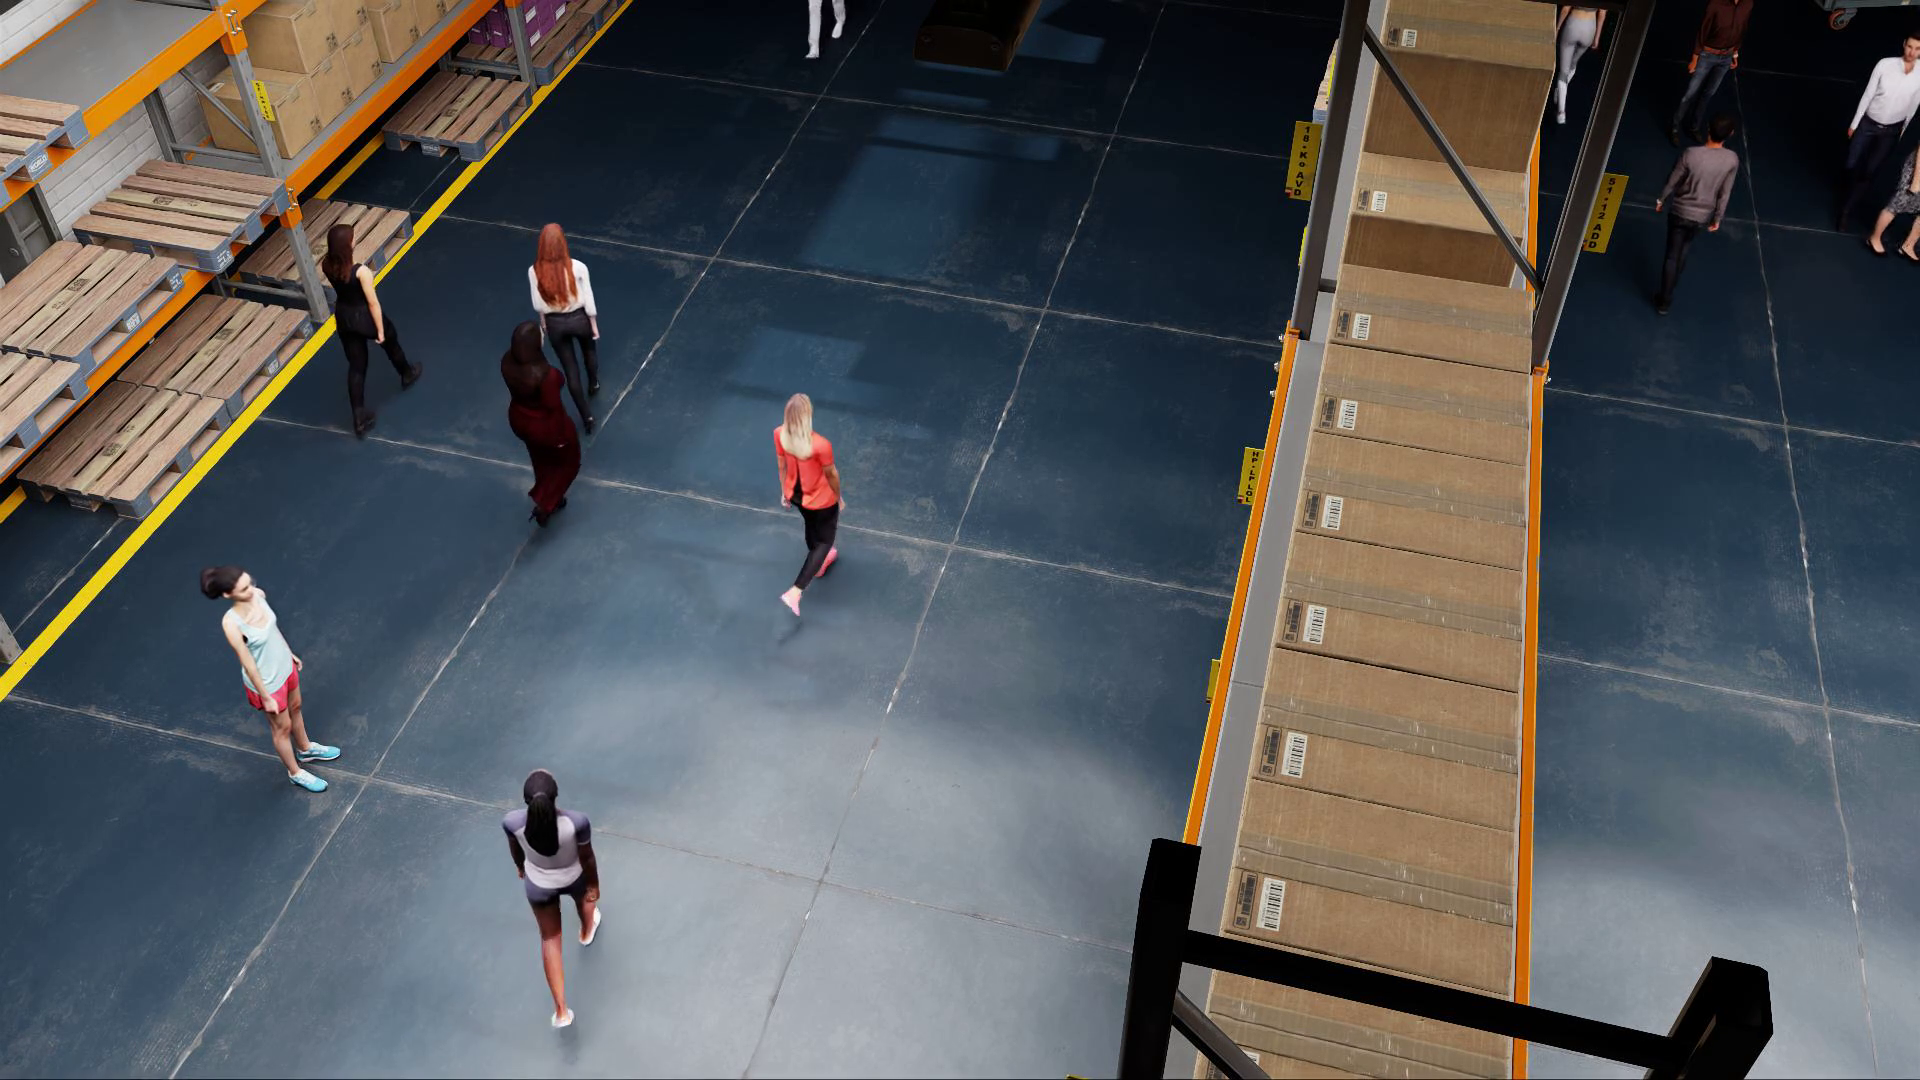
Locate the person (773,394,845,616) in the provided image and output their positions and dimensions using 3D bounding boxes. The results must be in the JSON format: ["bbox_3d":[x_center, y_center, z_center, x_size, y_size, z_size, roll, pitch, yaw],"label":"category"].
[{"bbox_3d":[-1.040,-0.225,11.108,0.787,1.672,1.092,22,48,22],"label":"person"}]

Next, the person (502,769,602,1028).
[{"bbox_3d":[-2.154,1.893,8.868,0.928,1.693,1.234,-5,44,-6],"label":"person"}]

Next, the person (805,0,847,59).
[{"bbox_3d":[-1.334,-5.897,16.946,0.700,1.832,1.225,9,44,10],"label":"person"}]

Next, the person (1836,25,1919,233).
[{"bbox_3d":[8.081,-3.672,14.601,0.717,1.844,1.045,18,47,18],"label":"person"}]

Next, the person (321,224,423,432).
[{"bbox_3d":[-4.567,-1.583,12.552,0.598,1.646,1.113,9,44,9],"label":"person"}]

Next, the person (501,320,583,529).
[{"bbox_3d":[-2.975,-0.744,11.603,0.795,1.740,0.874,23,48,22],"label":"person"}]

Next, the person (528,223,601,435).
[{"bbox_3d":[-2.917,-1.520,12.419,0.825,1.737,0.974,-7,44,-8],"label":"person"}]

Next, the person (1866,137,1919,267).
[{"bbox_3d":[8.117,-3.174,14.197,0.804,1.680,0.868,-20,47,-20],"label":"person"}]

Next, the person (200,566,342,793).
[{"bbox_3d":[-4.119,0.809,9.954,0.682,1.766,0.574,3,44,4],"label":"person"}]

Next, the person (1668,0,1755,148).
[{"bbox_3d":[7.047,-4.540,15.558,0.721,1.780,0.679,-7,44,-8],"label":"person"}]

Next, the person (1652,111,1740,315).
[{"bbox_3d":[5.958,-2.610,13.555,0.717,1.751,0.789,5,44,5],"label":"person"}]

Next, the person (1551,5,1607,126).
[{"bbox_3d":[5.893,-4.771,15.883,0.644,1.667,1.114,6,44,6],"label":"person"}]
